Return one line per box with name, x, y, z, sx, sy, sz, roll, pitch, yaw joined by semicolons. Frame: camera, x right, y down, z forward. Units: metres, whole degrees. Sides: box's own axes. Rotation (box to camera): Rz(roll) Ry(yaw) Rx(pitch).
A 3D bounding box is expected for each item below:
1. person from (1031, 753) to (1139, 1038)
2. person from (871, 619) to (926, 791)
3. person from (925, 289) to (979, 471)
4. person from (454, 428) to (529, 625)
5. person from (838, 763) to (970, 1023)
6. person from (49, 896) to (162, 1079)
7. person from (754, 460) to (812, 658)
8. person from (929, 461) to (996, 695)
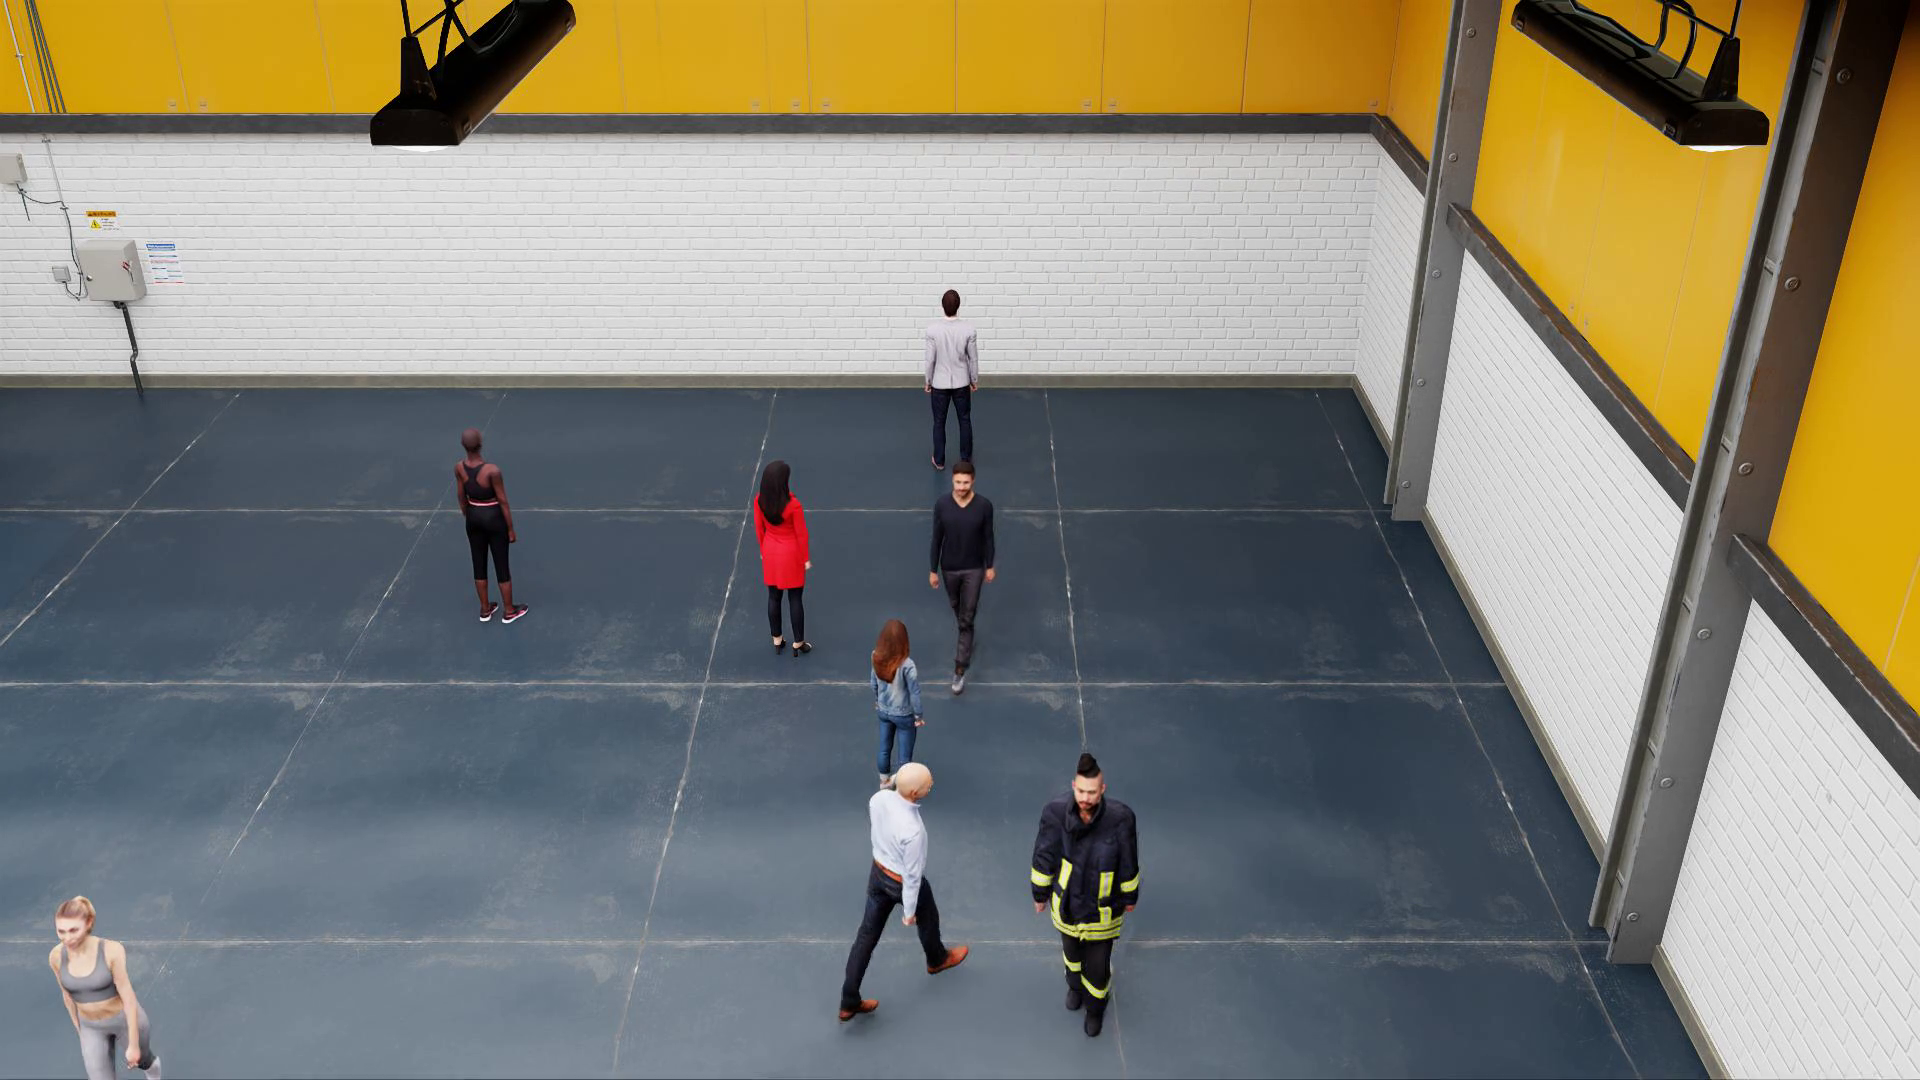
person;0.774;2.005;9.856;0.892;1.852;0.884;9;30;16
person;-0.454;1.195;11.732;0.643;1.478;0.674;19;34;31
person;-0.093;-1.577;16.423;0.701;1.851;0.585;-3;29;-5
person;-3.955;-0.124;13.855;0.641;1.759;0.598;6;29;11
person;-0.438;2.089;9.818;1.232;1.740;1.208;-23;36;-35
person;-4.542;2.589;8.994;0.685;1.652;1.119;-4;29;-8
person;-1.418;0.150;13.365;0.699;1.748;0.719;10;30;18
person;0.027;0.198;13.201;0.817;1.821;1.293;5;29;9
